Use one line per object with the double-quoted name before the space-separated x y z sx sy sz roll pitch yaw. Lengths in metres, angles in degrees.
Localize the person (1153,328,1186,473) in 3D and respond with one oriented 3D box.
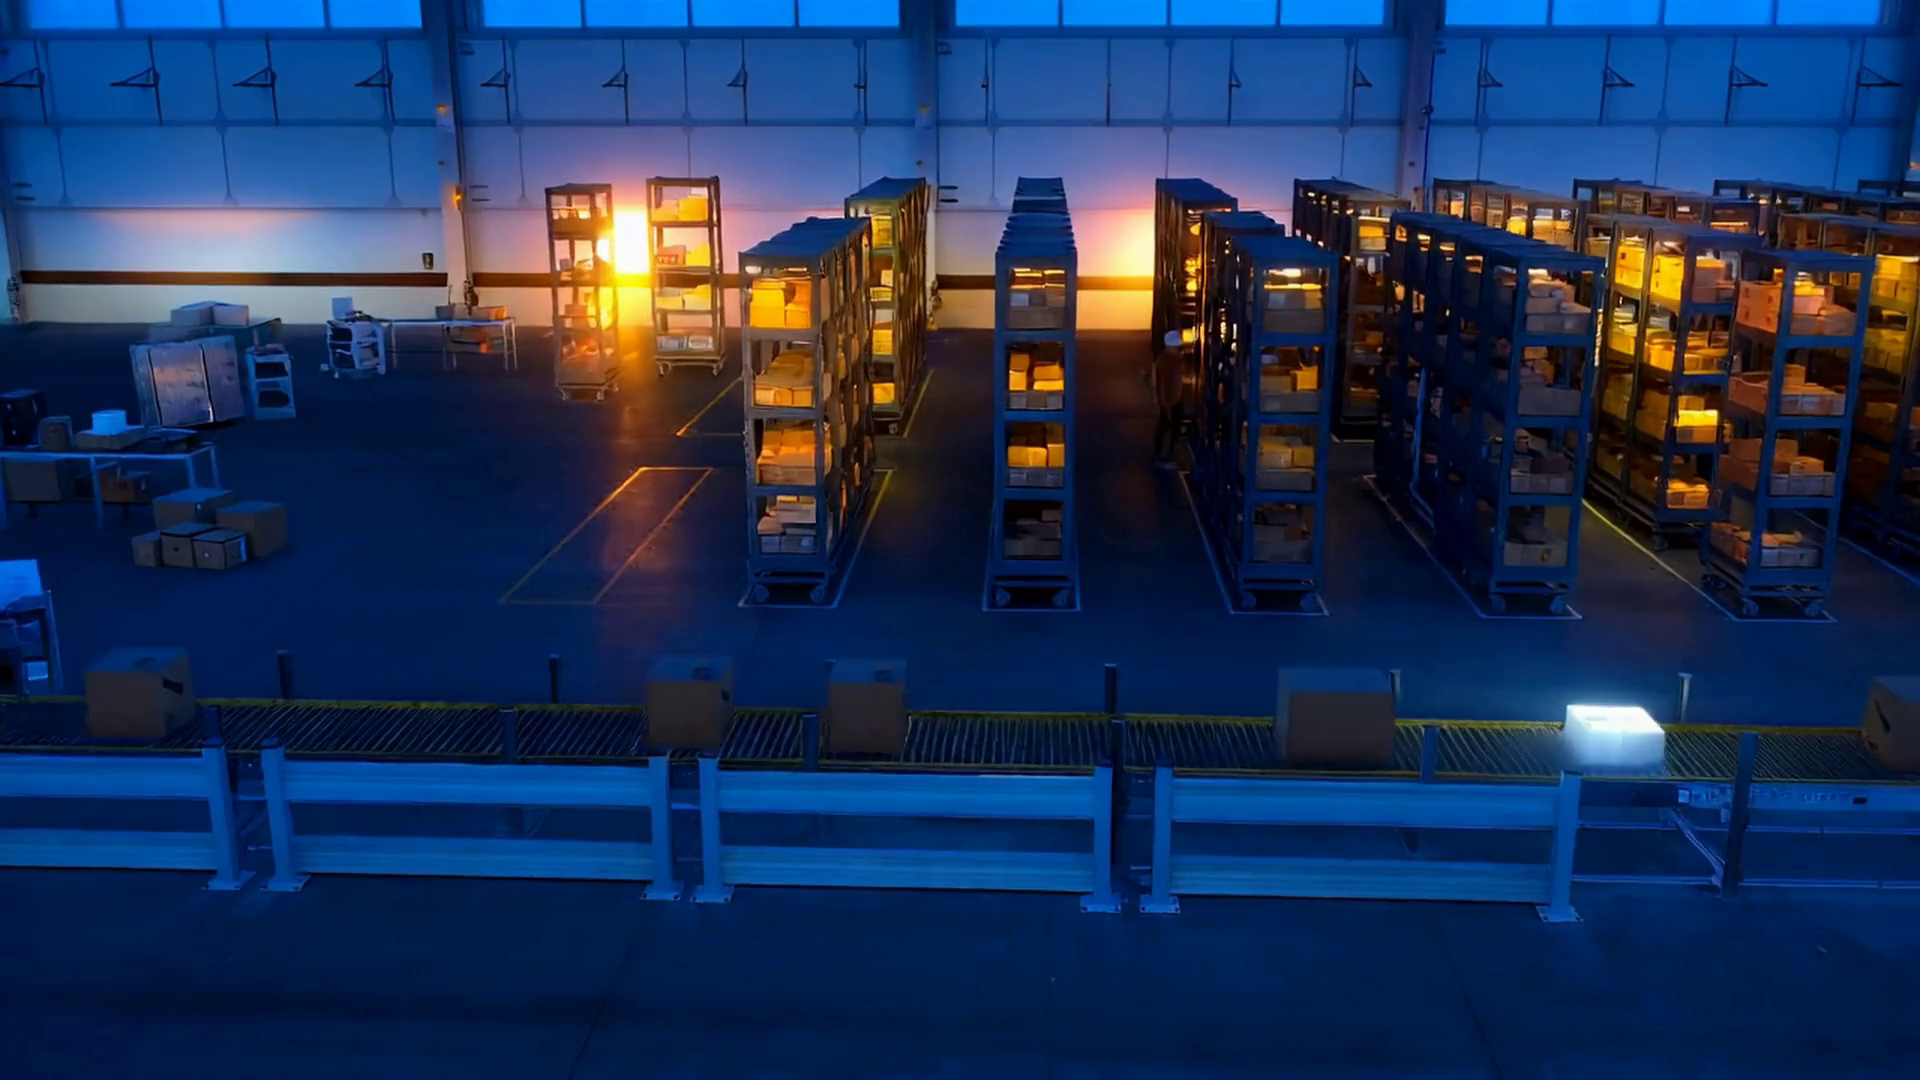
"person" 2.914 -1.937 22.949 0.396 1.992 0.623 12 19 38
